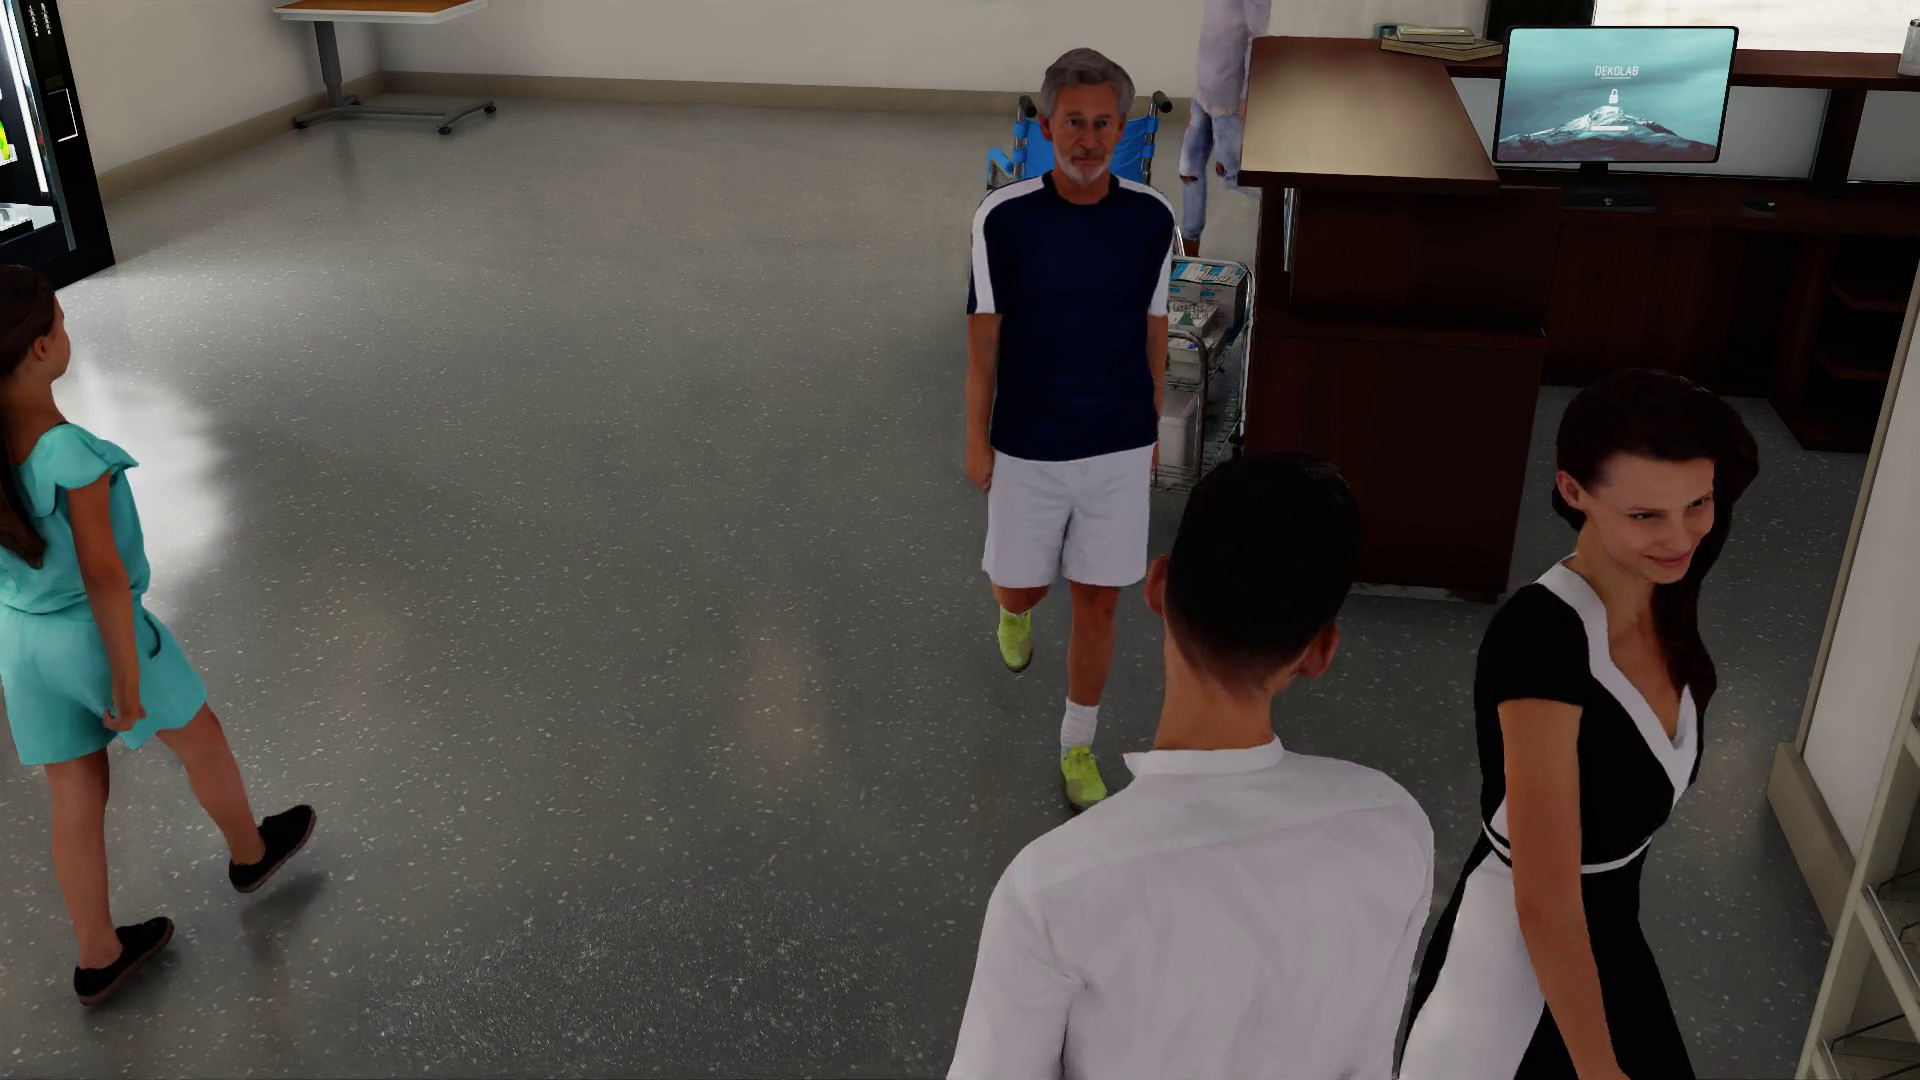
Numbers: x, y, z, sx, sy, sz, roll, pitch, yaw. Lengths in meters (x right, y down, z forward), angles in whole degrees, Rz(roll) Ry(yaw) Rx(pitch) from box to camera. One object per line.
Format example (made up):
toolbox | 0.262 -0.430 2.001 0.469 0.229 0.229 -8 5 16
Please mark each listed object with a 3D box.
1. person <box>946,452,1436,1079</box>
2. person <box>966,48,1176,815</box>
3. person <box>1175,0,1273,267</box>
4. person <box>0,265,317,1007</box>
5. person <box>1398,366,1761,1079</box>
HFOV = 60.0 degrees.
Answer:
person | 0.262 0.853 1.725 1.120 1.809 1.327 -11 28 -21
person | 0.247 -0.271 4.041 0.824 1.821 1.082 -3 26 -7
person | 1.345 -2.156 7.955 1.047 1.817 1.133 -7 27 -14
person | -1.798 0.241 3.309 0.622 1.534 0.903 7 27 14
person | 0.685 0.632 2.272 1.079 1.730 1.144 20 32 36
